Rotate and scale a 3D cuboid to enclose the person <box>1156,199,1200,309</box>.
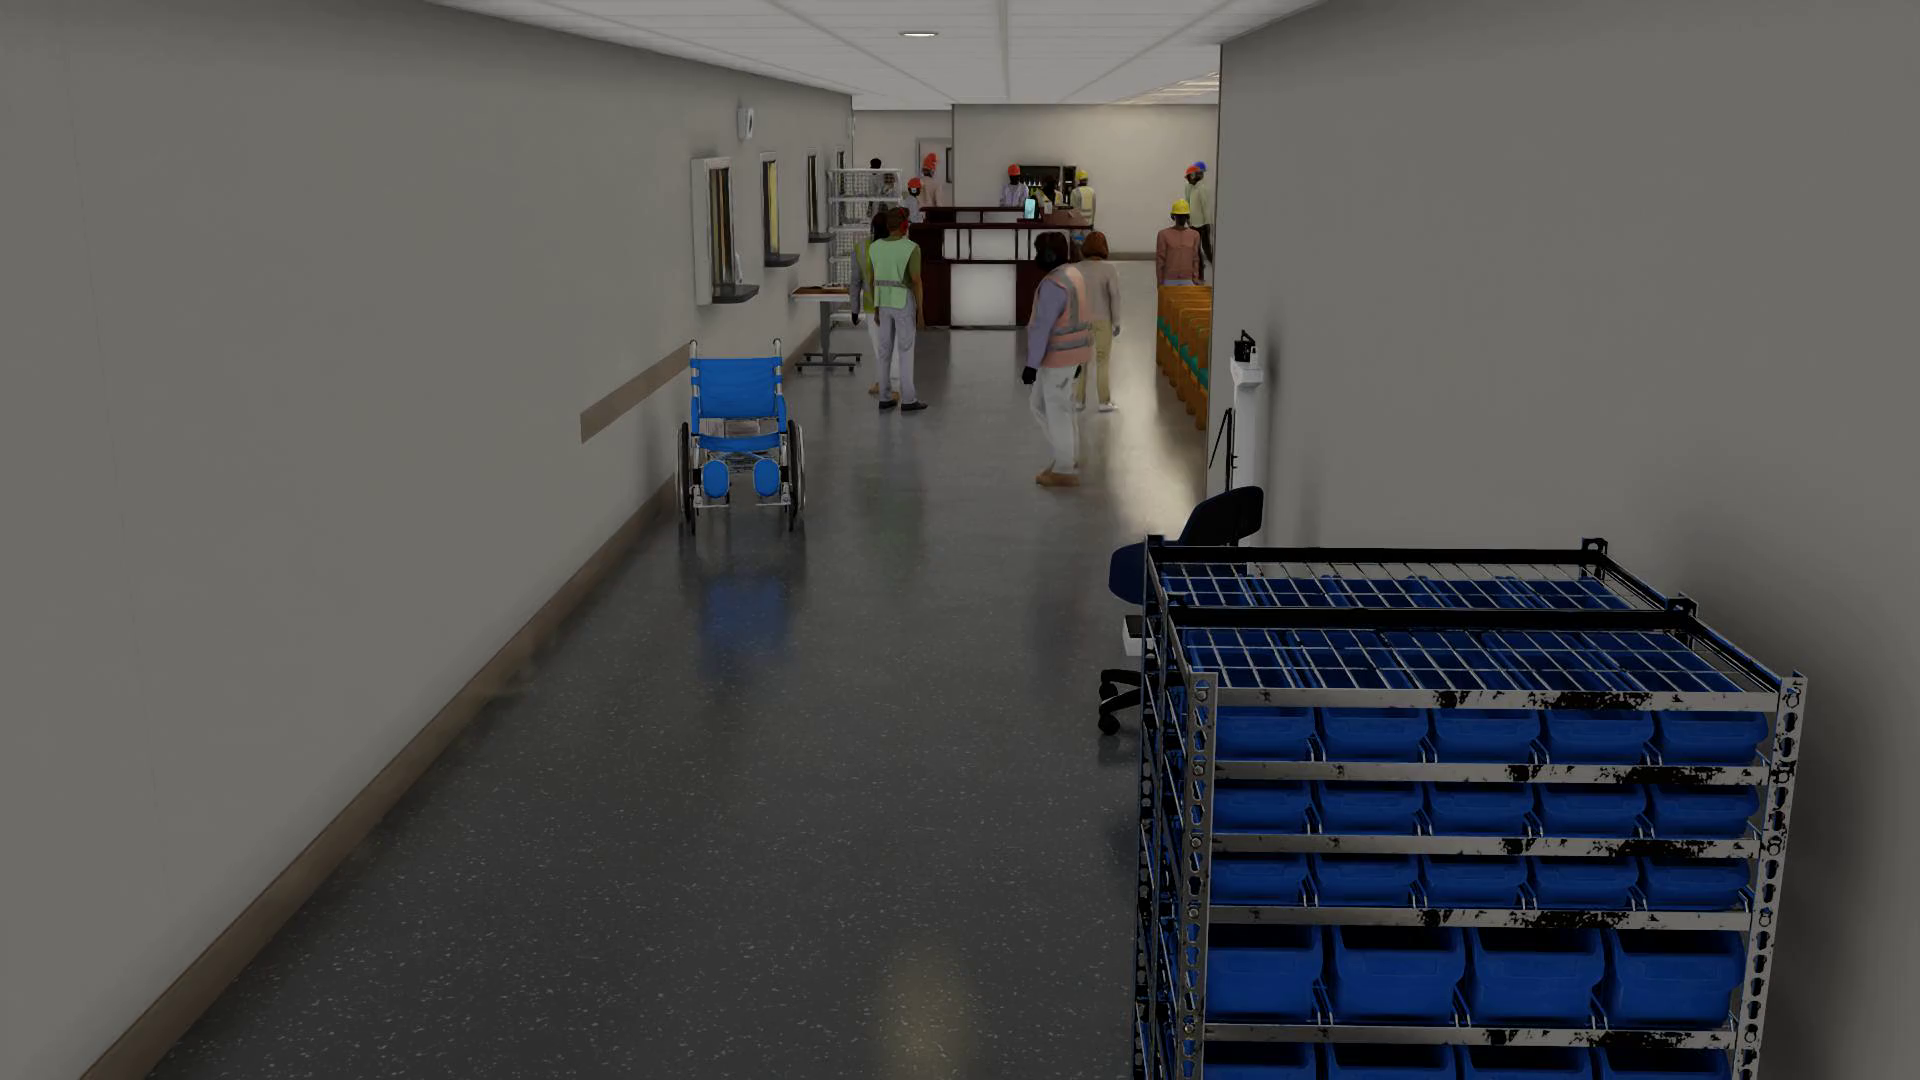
[{"bbox_3d":[2.445,-2.926,18.671,0.523,1.769,0.319,-3,14,-13],"label":"person"}]

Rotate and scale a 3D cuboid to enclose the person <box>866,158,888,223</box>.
[{"bbox_3d":[-1.698,-6.830,34.101,0.362,1.963,0.613,10,17,35],"label":"person"}]

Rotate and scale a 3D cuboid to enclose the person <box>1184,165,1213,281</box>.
[{"bbox_3d":[4.125,-5.332,28.084,0.651,1.945,0.689,-3,14,-12],"label":"person"}]

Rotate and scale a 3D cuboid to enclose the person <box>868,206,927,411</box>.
[{"bbox_3d":[-0.580,-2.096,15.135,0.565,1.846,0.390,9,16,32],"label":"person"}]

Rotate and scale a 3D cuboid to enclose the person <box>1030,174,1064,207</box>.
[{"bbox_3d":[1.422,-4.983,26.886,0.628,1.835,0.429,-7,16,-27],"label":"person"}]

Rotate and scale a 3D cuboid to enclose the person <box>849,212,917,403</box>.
[{"bbox_3d":[-0.720,-2.228,15.838,0.645,1.785,0.818,2,14,9],"label":"person"}]

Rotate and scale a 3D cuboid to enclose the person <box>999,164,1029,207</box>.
[{"bbox_3d":[0.959,-5.748,29.797,0.545,1.931,0.377,3,14,13],"label":"person"}]

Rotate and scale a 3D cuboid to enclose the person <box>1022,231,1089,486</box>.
[{"bbox_3d":[0.676,-1.281,11.878,0.461,1.821,0.620,3,14,14],"label":"person"}]

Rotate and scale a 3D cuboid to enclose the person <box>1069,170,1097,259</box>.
[{"bbox_3d":[2.165,-5.749,30.031,0.624,1.816,0.502,-9,16,-33],"label":"person"}]

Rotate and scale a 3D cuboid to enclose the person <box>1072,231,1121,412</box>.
[{"bbox_3d":[1.222,-1.975,15.086,0.498,1.632,0.289,7,15,26],"label":"person"}]

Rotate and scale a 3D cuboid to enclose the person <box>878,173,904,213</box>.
[{"bbox_3d":[-1.236,-5.539,29.172,0.468,1.827,0.693,-11,18,-39],"label":"person"}]

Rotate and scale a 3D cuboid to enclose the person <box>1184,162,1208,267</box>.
[{"bbox_3d":[4.404,-6.042,30.958,0.409,1.946,0.615,13,19,42],"label":"person"}]

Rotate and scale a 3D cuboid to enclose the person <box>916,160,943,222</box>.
[{"bbox_3d":[-0.577,-5.915,30.356,0.625,1.985,0.414,7,16,27],"label":"person"}]

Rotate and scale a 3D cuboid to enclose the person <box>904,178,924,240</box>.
[{"bbox_3d":[-0.756,-5.106,27.543,0.335,1.748,0.572,-2,14,-9],"label":"person"}]
